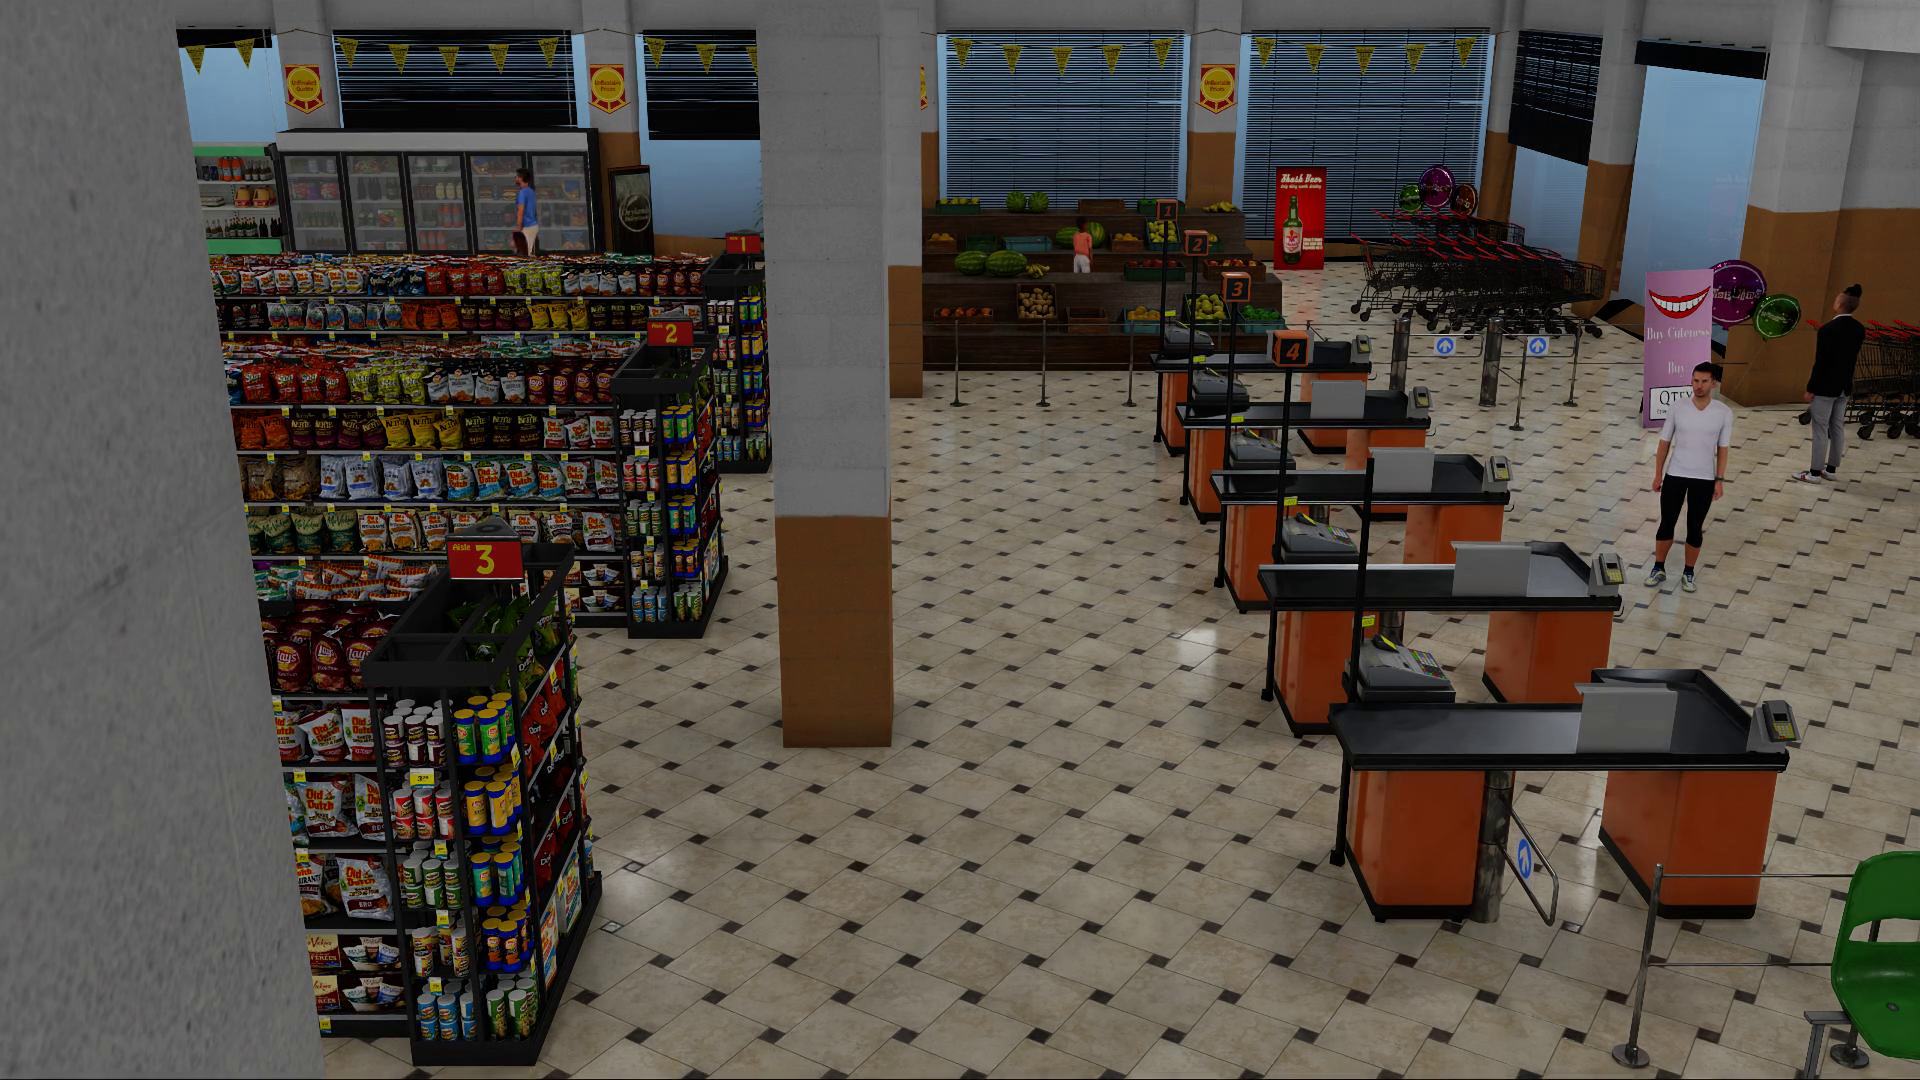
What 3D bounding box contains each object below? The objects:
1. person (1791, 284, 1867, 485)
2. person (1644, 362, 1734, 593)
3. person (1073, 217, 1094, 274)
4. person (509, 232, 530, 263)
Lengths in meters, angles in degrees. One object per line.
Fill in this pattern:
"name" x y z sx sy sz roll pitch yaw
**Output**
"person" 8.452 -1.516 16.090 0.690 1.950 0.845 -8 20 -22
"person" 5.832 -0.516 13.279 0.663 1.851 0.813 9 21 26
"person" 1.848 -4.218 25.106 0.548 1.309 0.622 14 23 35
"person" -5.887 -3.424 22.509 0.917 1.464 0.734 -6 20 -18
